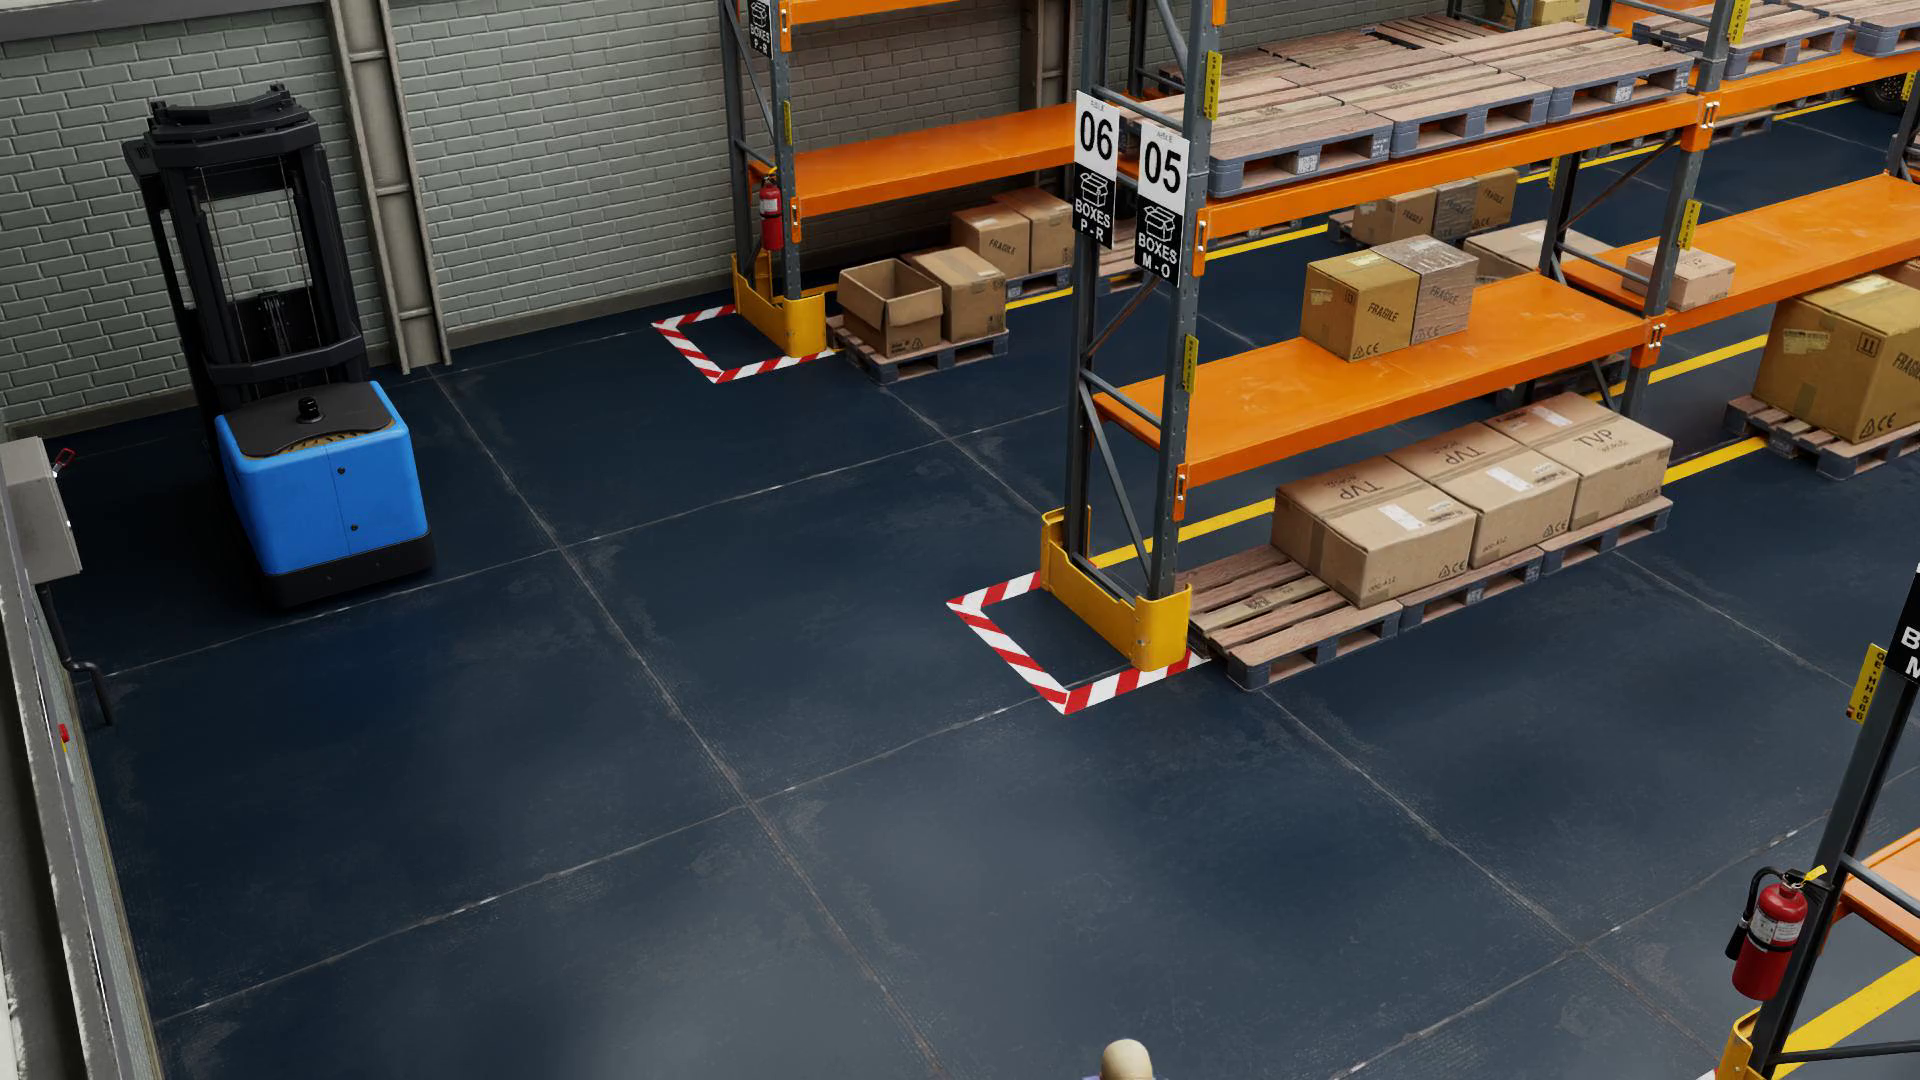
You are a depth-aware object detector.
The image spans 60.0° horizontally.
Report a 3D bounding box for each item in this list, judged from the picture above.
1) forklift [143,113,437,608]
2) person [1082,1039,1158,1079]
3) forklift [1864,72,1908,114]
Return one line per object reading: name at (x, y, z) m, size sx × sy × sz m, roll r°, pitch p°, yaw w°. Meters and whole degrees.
forklift at (-4.289, -1.259, 10.509) m, size 1.129 × 2.768 × 1.873 m, roll -17°, pitch 36°, yaw -26°
person at (0.513, 2.343, 5.705) m, size 0.651 × 1.787 × 0.479 m, roll -6°, pitch 32°, yaw -10°
forklift at (11.468, -5.645, 18.244) m, size 1.214 × 2.155 × 2.313 m, roll -17°, pitch 36°, yaw -26°
